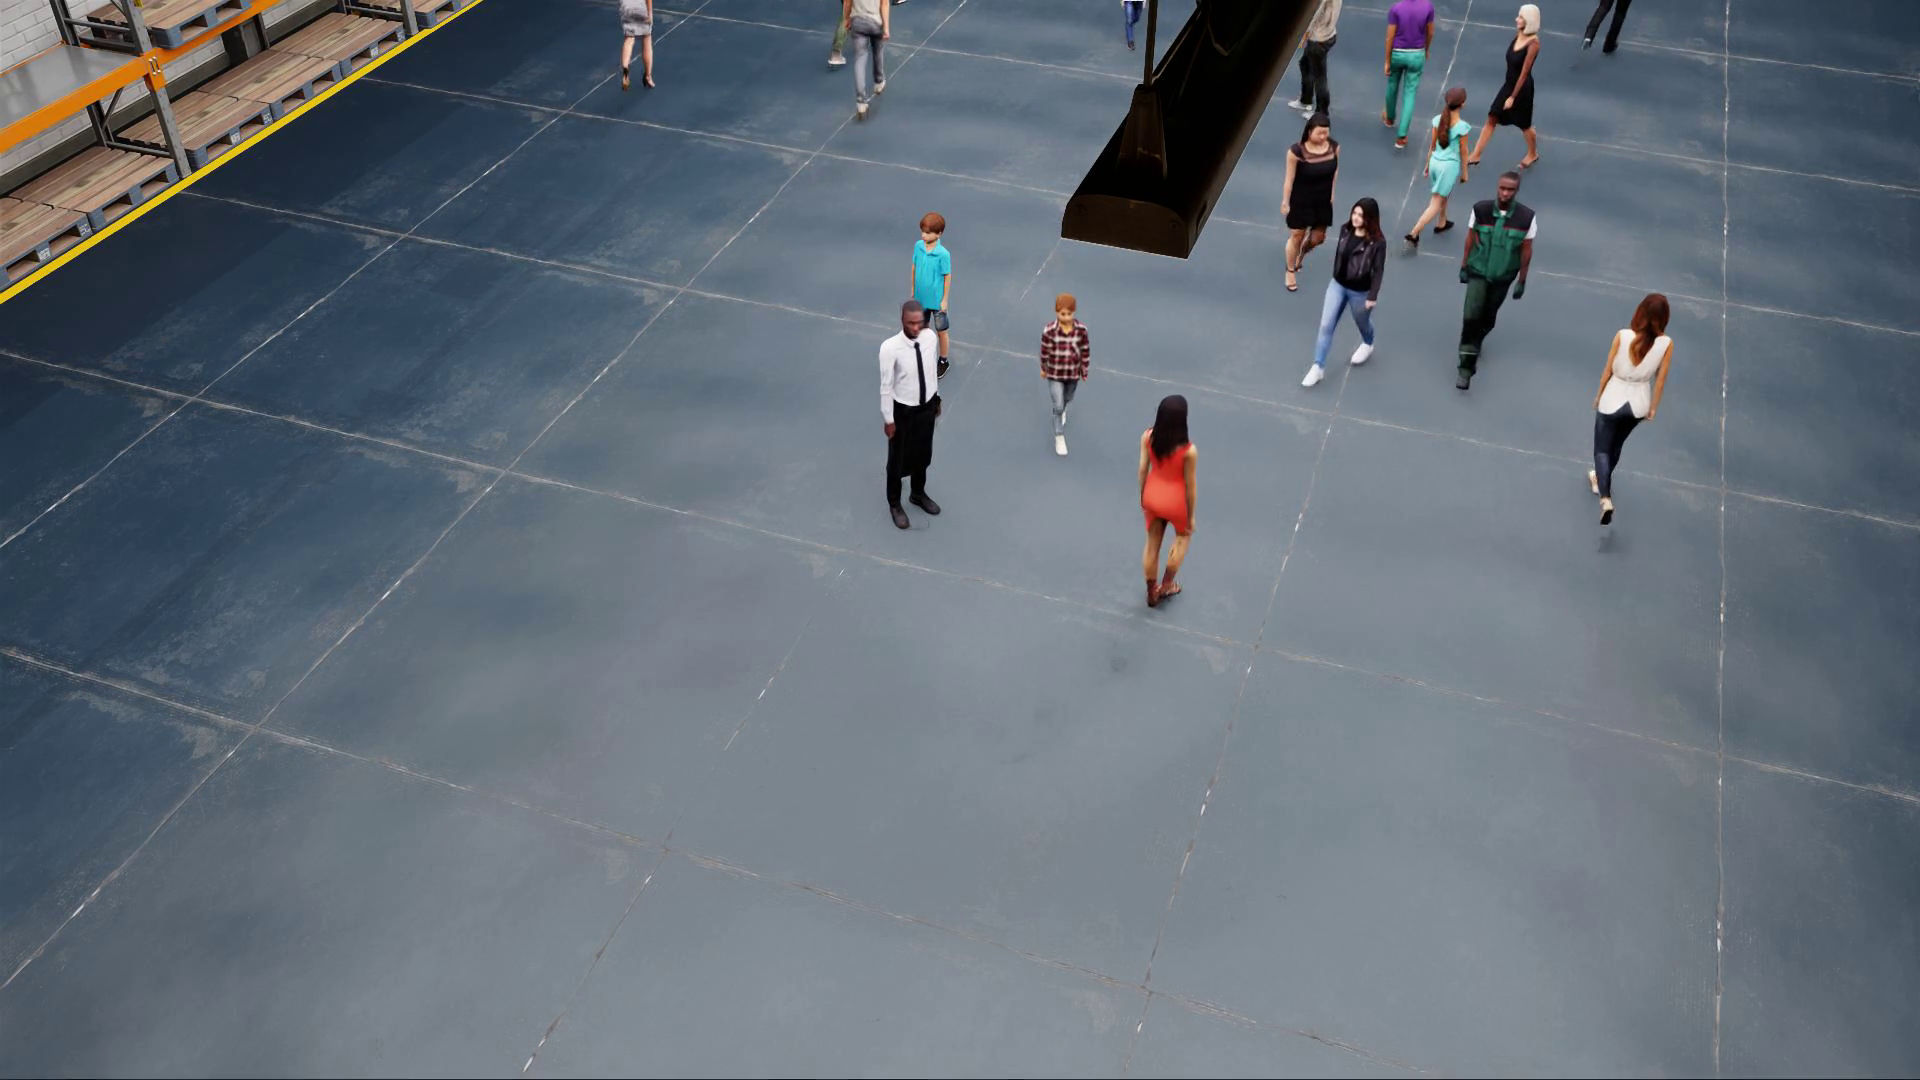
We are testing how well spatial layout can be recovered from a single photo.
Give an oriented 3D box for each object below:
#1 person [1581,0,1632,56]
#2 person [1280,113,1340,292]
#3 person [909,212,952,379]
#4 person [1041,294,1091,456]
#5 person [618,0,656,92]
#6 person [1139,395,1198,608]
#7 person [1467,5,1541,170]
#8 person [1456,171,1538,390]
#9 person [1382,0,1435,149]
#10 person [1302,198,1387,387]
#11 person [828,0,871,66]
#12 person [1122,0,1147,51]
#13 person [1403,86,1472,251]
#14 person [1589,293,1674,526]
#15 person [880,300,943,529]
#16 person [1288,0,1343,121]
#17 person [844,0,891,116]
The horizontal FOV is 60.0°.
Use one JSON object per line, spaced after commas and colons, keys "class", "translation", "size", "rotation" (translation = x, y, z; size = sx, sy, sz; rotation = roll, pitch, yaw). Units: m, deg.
{"class": "person", "translation": [7.447, -6.317, 18.823], "size": [0.803, 1.778, 1.005], "rotation": [28, 46, 30]}
{"class": "person", "translation": [3.056, -3.027, 14.761], "size": [0.830, 1.706, 0.876], "rotation": [-9, 40, -11]}
{"class": "person", "translation": [-0.234, -2.042, 13.732], "size": [0.564, 1.449, 0.551], "rotation": [23, 44, 26]}
{"class": "person", "translation": [0.810, -1.367, 13.015], "size": [0.769, 1.291, 0.963], "rotation": [-4, 39, -5]}
{"class": "person", "translation": [-3.556, -5.669, 17.989], "size": [0.657, 1.806, 0.930], "rotation": [9, 40, 12]}
{"class": "person", "translation": [1.357, -0.204, 11.220], "size": [0.658, 1.713, 0.632], "rotation": [21, 43, 24]}
{"class": "person", "translation": [5.619, -4.434, 16.531], "size": [1.019, 1.695, 1.099], "rotation": [-6, 39, -7]}
{"class": "person", "translation": [4.376, -2.203, 13.658], "size": [0.688, 1.794, 1.185], "rotation": [12, 40, 15]}
{"class": "person", "translation": [4.590, -4.882, 17.073], "size": [0.798, 1.717, 1.208], "rotation": [6, 39, 8]}
{"class": "person", "translation": [3.275, -2.066, 13.649], "size": [1.194, 1.590, 0.948], "rotation": [-31, 48, -33]}
{"class": "person", "translation": [-1.315, -6.164, 18.766], "size": [0.782, 1.609, 1.193], "rotation": [22, 44, 25]}
{"class": "person", "translation": [2.012, -6.319, 19.370], "size": [0.654, 1.097, 0.800], "rotation": [-6, 39, -7]}
{"class": "person", "translation": [4.439, -3.406, 15.377], "size": [1.108, 1.529, 0.933], "rotation": [-24, 45, -27]}
{"class": "person", "translation": [4.820, -0.915, 12.074], "size": [0.701, 1.758, 1.081], "rotation": [7, 39, 8]}
{"class": "person", "translation": [-0.349, -0.941, 12.046], "size": [0.672, 1.834, 0.778], "rotation": [-24, 45, -27]}
{"class": "person", "translation": [3.884, -5.256, 17.477], "size": [0.753, 1.799, 0.693], "rotation": [18, 42, 21]}
{"class": "person", "translation": [-1.007, -5.446, 17.671], "size": [0.874, 1.853, 1.260], "rotation": [5, 39, 6]}
